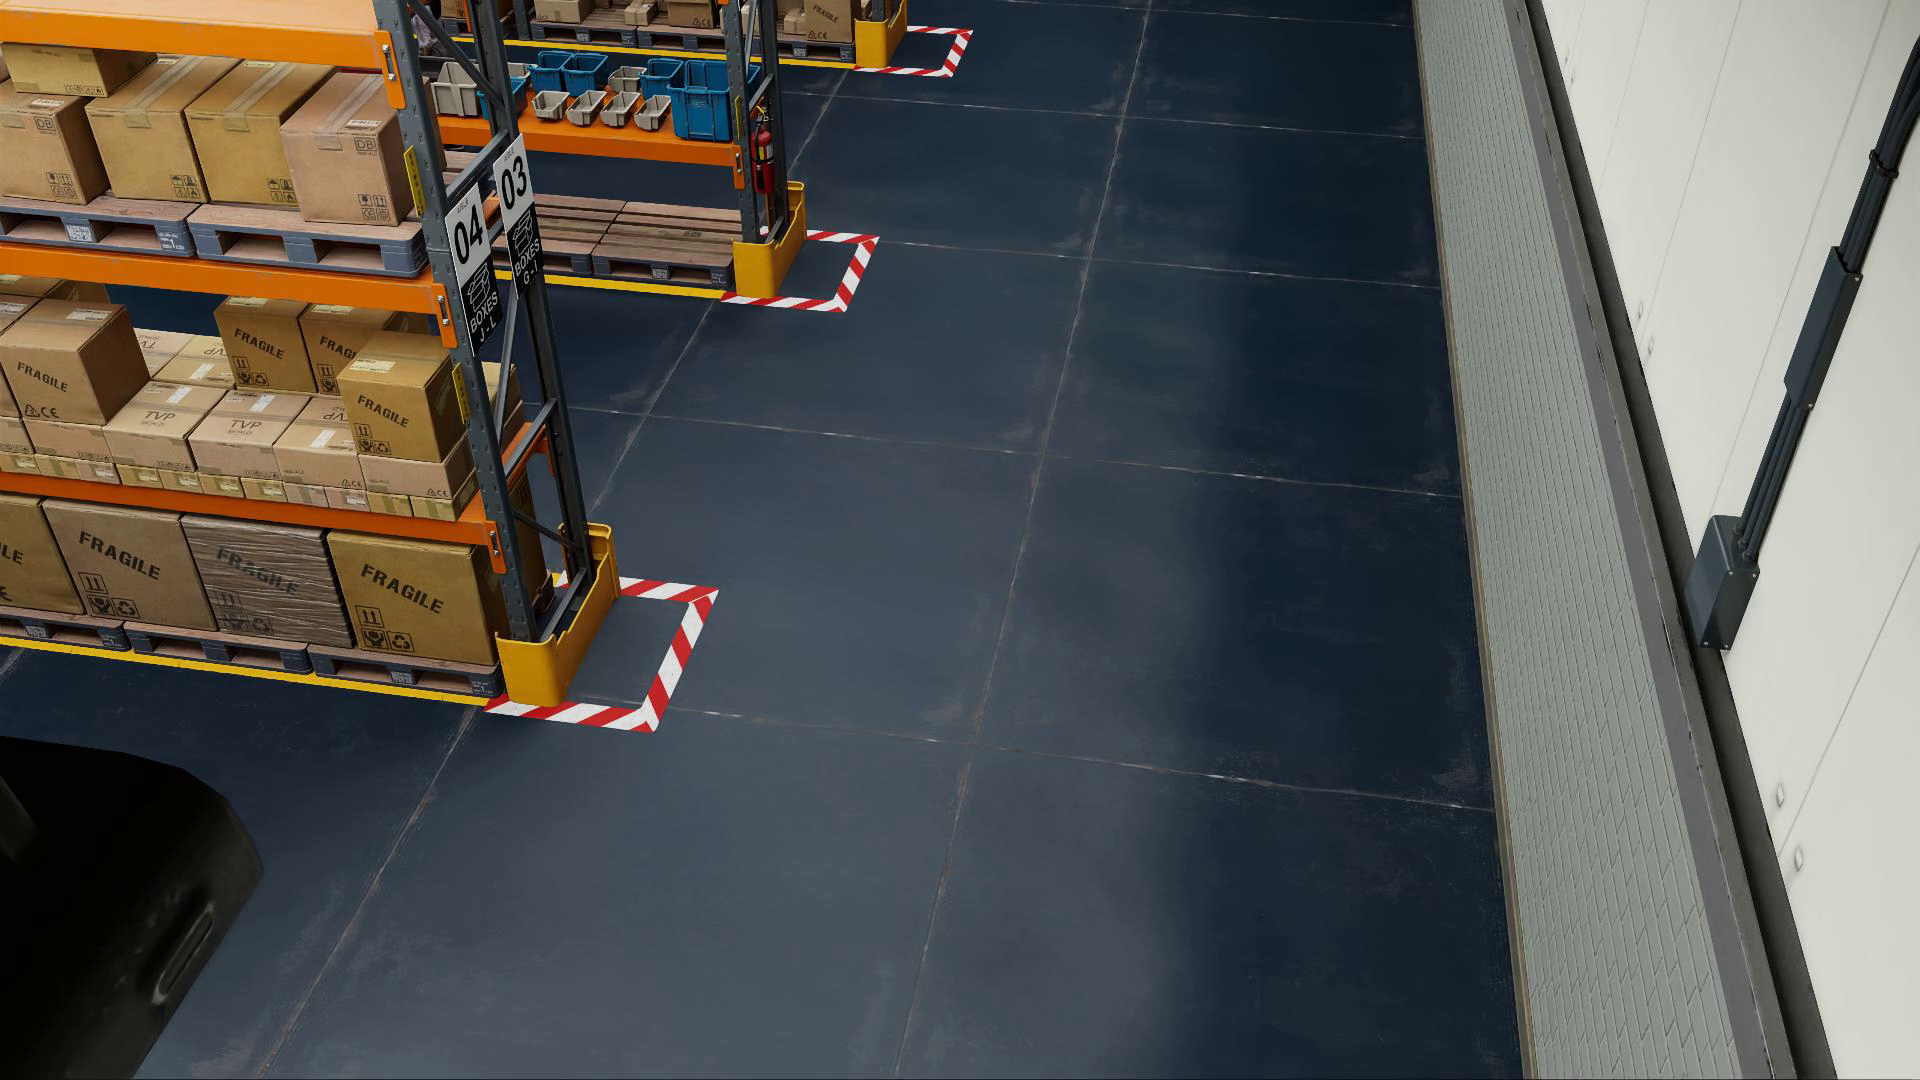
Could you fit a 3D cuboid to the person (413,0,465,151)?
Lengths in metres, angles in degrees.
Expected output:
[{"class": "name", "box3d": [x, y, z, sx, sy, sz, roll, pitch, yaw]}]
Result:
[{"class": "person", "box3d": [-4.911, -4.530, 15.657, 0.533, 1.734, 0.616, 4, 38, 5]}]
